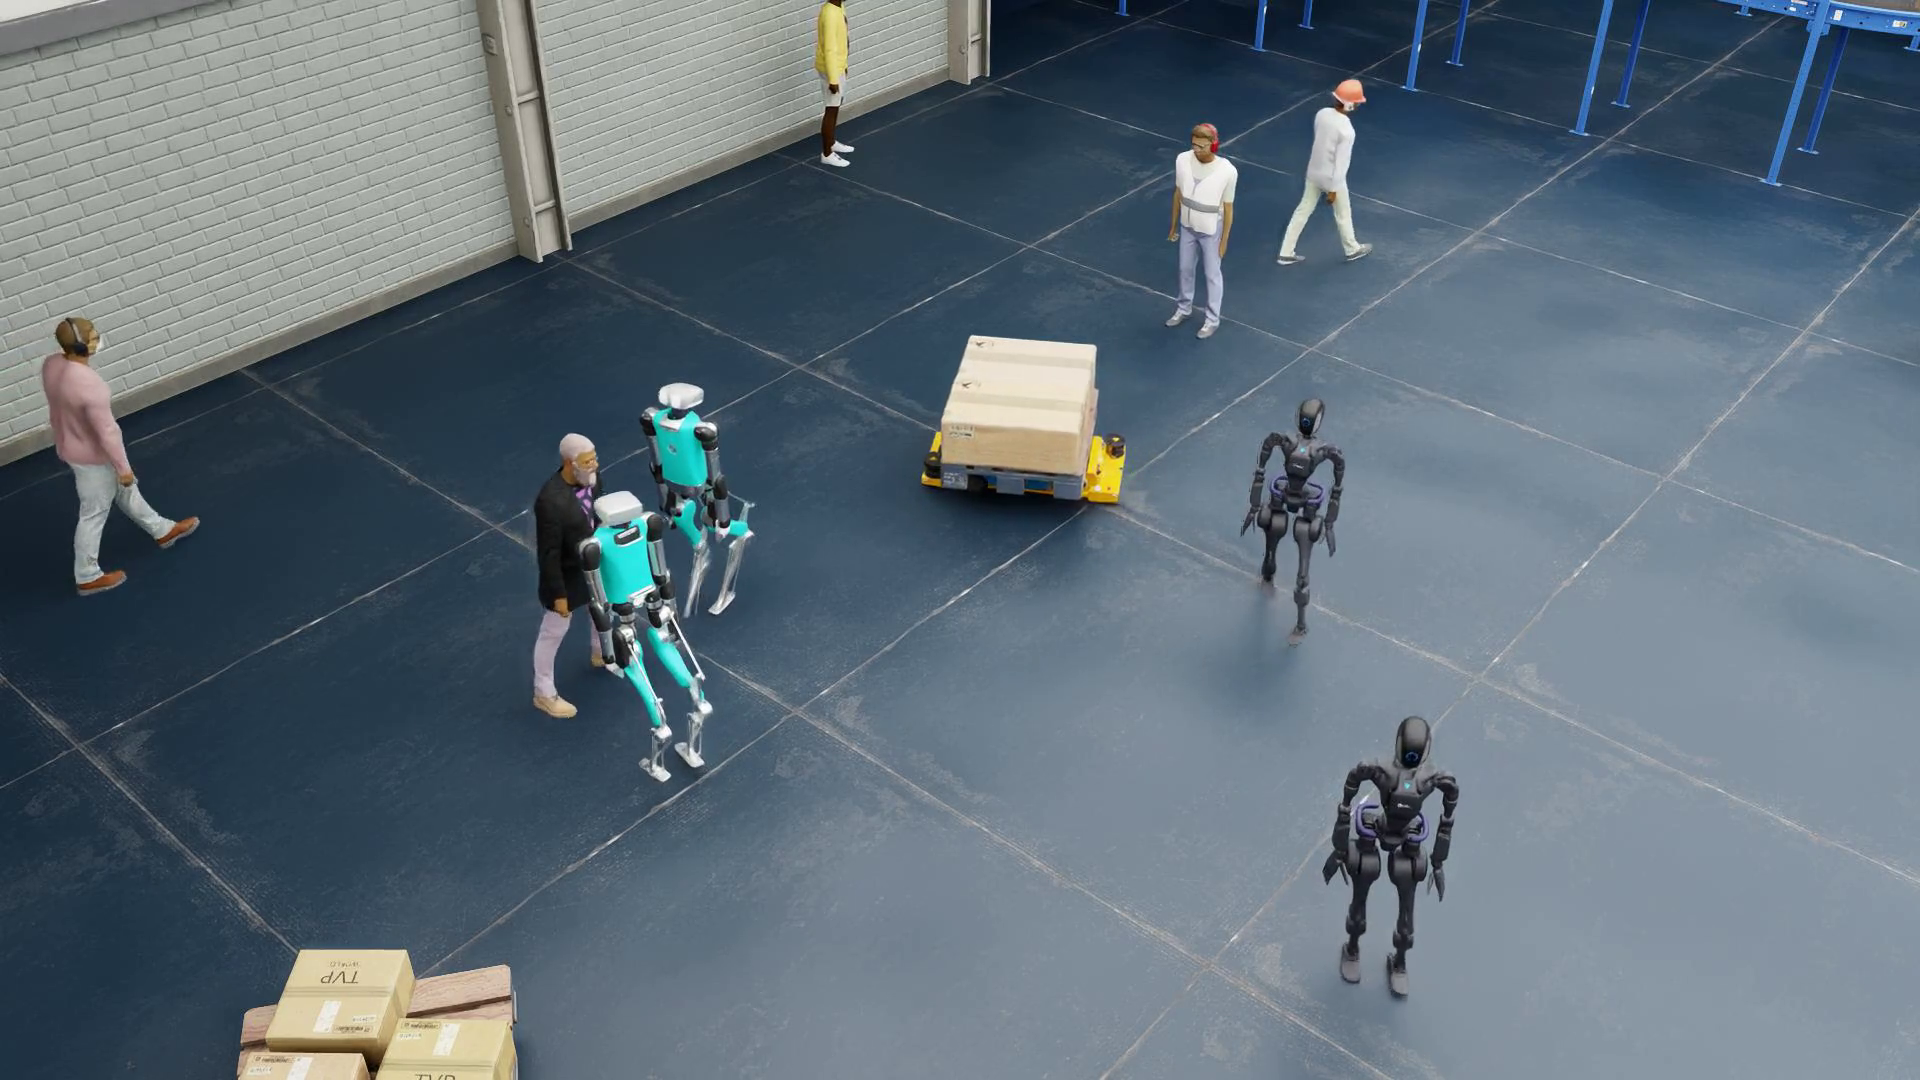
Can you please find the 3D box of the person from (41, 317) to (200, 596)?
[{"bbox_3d":[-5.582,-0.579,10.819,0.640,1.877,0.950,29,44,34],"label":"person"}]

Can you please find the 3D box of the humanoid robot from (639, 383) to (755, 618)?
[{"bbox_3d":[-1.581,-0.247,10.509,0.551,1.839,0.712,16,39,22],"label":"humanoid robot"}]

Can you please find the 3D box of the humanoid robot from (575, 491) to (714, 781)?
[{"bbox_3d":[-1.653,0.621,9.251,0.838,1.752,0.552,29,45,34],"label":"humanoid robot"}]

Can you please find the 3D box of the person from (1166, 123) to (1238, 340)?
[{"bbox_3d":[1.980,-2.545,13.616,0.560,1.833,0.406,28,44,34],"label":"person"}]

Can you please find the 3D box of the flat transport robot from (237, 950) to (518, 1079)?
[{"bbox_3d":[-2.620,2.665,7.646,0.659,0.231,1.431,-8,36,-11],"label":"flat transport robot"}]

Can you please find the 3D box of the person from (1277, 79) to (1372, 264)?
[{"bbox_3d":[3.286,-3.245,14.708,0.891,1.700,0.563,-14,38,-19],"label":"person"}]

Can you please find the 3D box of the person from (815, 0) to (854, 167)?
[{"bbox_3d":[-1.249,-4.682,16.575,0.379,1.887,0.563,3,36,4],"label":"person"}]

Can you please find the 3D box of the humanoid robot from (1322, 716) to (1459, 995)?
[{"bbox_3d":[2.067,1.514,8.040,0.583,1.649,0.336,5,36,6],"label":"humanoid robot"}]

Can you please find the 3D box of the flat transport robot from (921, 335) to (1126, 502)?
[{"bbox_3d":[0.476,-0.580,12.202,1.431,0.231,0.659,5,36,8],"label":"flat transport robot"}]

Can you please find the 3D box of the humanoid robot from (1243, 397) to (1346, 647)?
[{"bbox_3d":[2.107,-0.182,10.463,0.603,1.626,0.588,13,38,18],"label":"humanoid robot"}]

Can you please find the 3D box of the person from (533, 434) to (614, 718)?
[{"bbox_3d":[-2.295,0.171,9.822,0.481,1.815,0.749,15,38,20],"label":"person"}]
